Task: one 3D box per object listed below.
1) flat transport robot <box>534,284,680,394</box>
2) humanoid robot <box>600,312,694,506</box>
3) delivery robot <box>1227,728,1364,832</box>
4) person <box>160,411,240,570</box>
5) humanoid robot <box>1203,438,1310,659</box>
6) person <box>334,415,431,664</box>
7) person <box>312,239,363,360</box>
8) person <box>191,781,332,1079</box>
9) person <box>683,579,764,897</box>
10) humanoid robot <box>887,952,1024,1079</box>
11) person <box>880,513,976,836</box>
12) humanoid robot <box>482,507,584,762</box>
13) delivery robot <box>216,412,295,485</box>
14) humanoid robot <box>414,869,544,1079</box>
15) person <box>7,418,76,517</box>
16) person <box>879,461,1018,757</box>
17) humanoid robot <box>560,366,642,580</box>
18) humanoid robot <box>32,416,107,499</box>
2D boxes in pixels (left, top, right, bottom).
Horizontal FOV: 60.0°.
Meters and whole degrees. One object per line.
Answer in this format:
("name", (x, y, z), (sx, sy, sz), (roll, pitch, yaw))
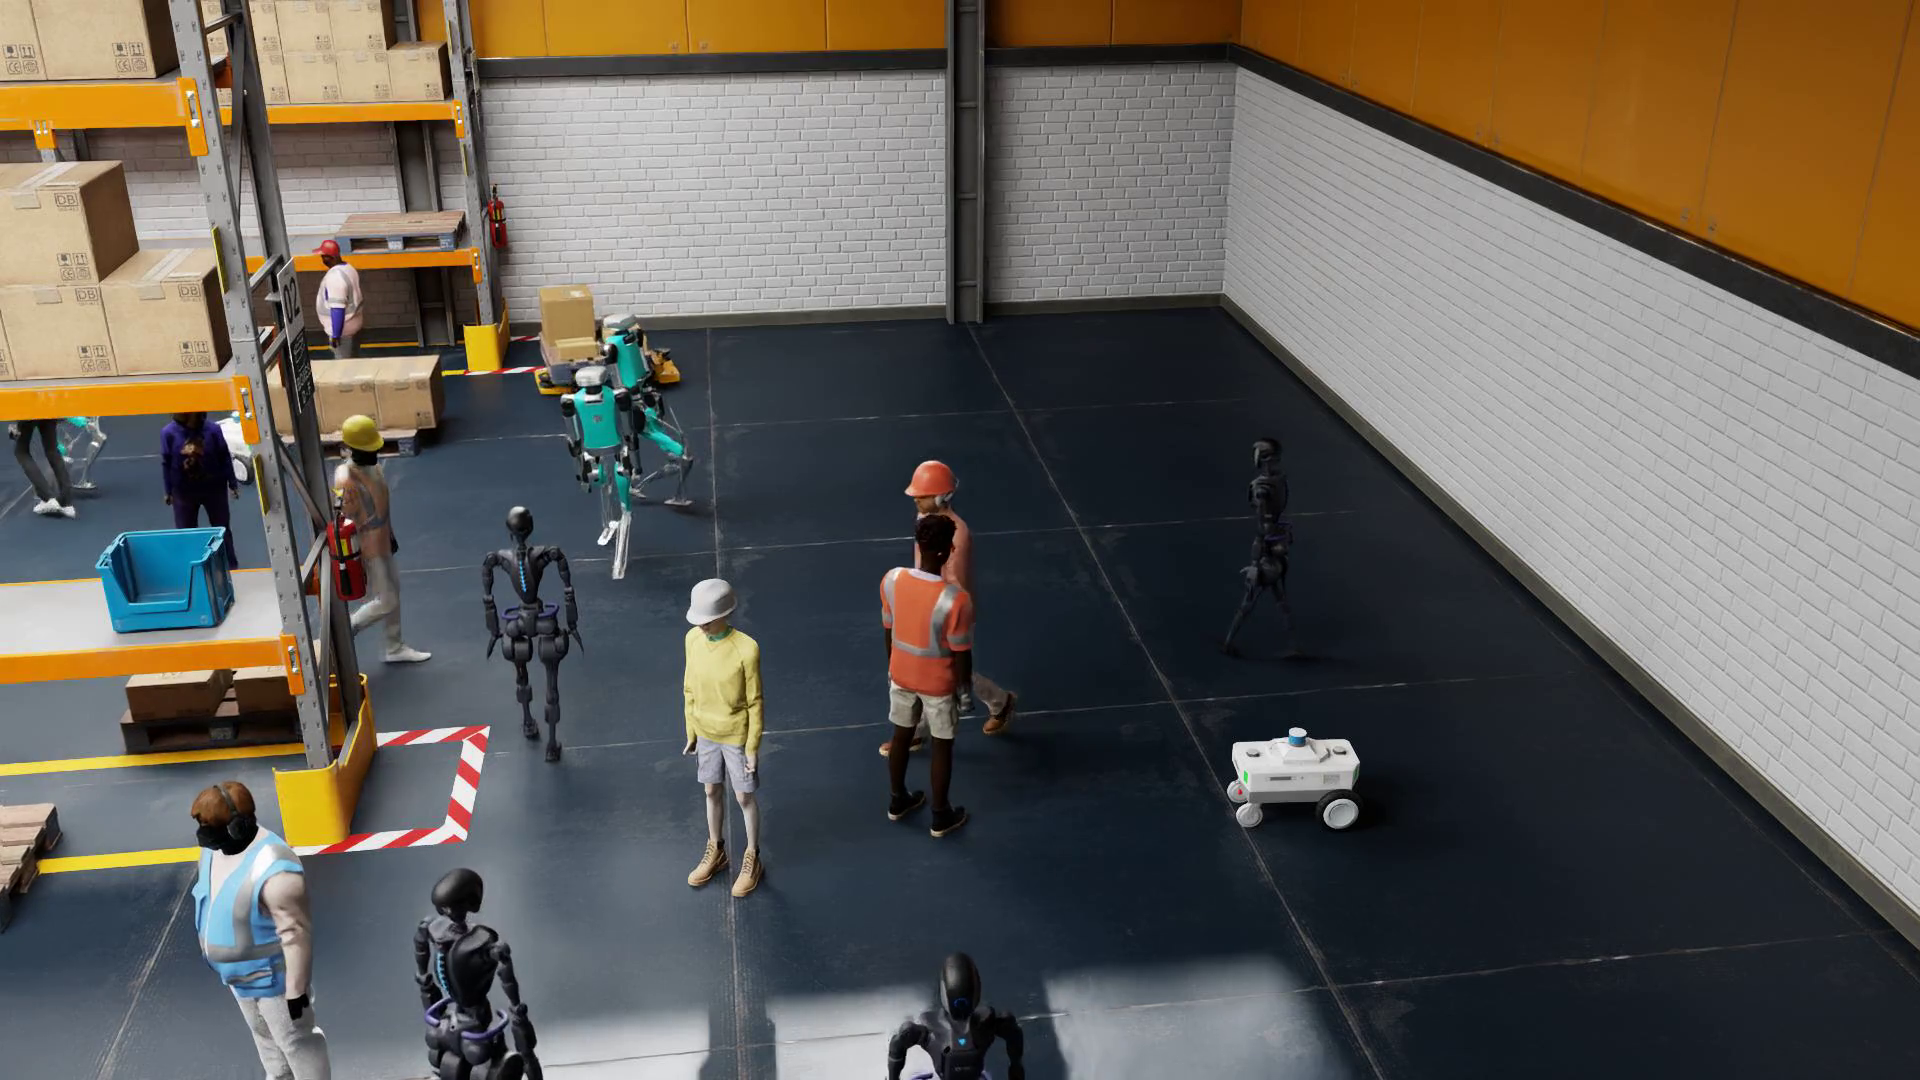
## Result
("flat transport robot", (-3.704, -1.765, 17.418), (1.431, 0.231, 0.659), (-8, 25, -17))
("humanoid robot", (-2.516, -1.022, 13.897), (0.978, 1.719, 0.544), (8, 25, 18))
("delivery robot", (2.006, 1.405, 9.864), (0.803, 0.614, 0.499), (-1, 24, -3))
("person", (-5.732, -0.372, 12.556), (0.509, 1.614, 0.370), (-12, 26, -26))
("humanoid robot", (2.112, 0.075, 11.513), (0.765, 1.627, 0.589), (9, 25, 19))
("person", (-4.044, 0.031, 11.293), (0.557, 1.902, 0.602), (-2, 24, -4))
("person", (-6.050, -2.075, 16.284), (0.420, 1.754, 0.619), (-2, 24, -4))
("person", (-3.037, 1.852, 7.223), (0.632, 1.839, 0.429), (18, 29, 35))
("person", (-1.275, 1.050, 9.000), (0.474, 1.884, 0.397), (10, 26, 22))
("humanoid robot", (-0.045, 2.252, 6.530), (0.588, 1.632, 0.613), (-5, 24, -11))
("person", (-0.181, 0.770, 9.553), (0.603, 1.955, 0.393), (16, 28, 32))
("humanoid robot", (-2.672, 0.546, 10.408), (0.603, 1.640, 0.567), (-3, 24, -7))
("delivery robot", (-6.437, -0.845, 14.982), (0.808, 0.607, 0.499), (14, 27, 29))
("humanoid robot", (-2.003, 2.084, 6.891), (0.600, 1.658, 0.355), (11, 26, 24))
("person", (-7.753, -1.068, 13.864), (0.513, 1.848, 0.551), (13, 27, 27))
("person", (-0.065, 0.424, 10.329), (0.861, 1.965, 0.617), (-14, 27, -29))
("humanoid robot", (-2.763, -0.630, 13.080), (0.553, 1.754, 1.027), (-3, 24, -7))
("humanoid robot", (-7.684, -1.146, 14.194), (0.825, 1.773, 0.530), (7, 25, 15))
